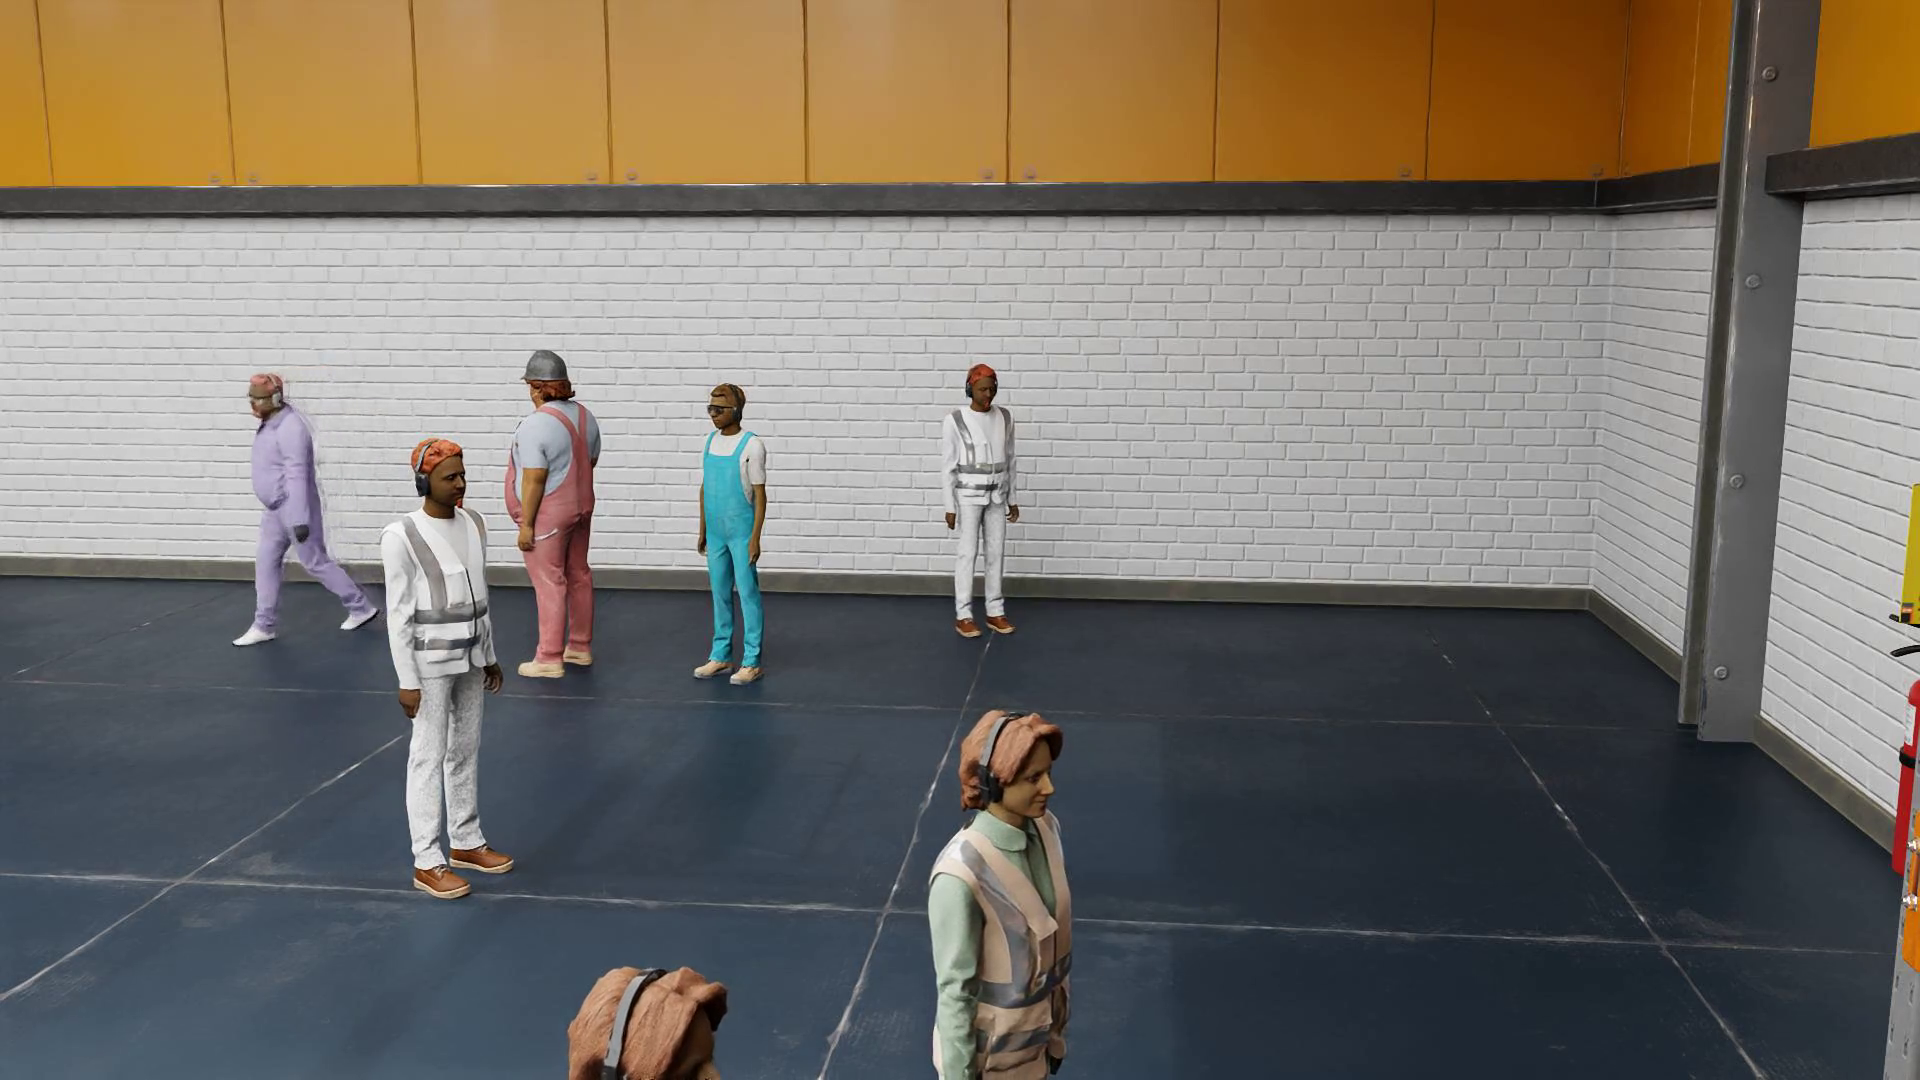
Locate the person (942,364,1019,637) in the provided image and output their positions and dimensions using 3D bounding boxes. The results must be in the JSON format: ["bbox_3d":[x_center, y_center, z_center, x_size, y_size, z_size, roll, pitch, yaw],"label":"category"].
[{"bbox_3d":[0.144,-0.270,11.436,0.583,1.879,0.365,-6,12,-32],"label":"person"}]

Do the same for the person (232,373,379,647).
[{"bbox_3d":[-4.492,-0.229,11.302,0.924,1.852,0.684,-9,14,-43],"label":"person"}]

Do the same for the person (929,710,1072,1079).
[{"bbox_3d":[0.093,1.183,3.789,0.309,1.638,0.522,5,11,26],"label":"person"}]

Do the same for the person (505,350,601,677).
[{"bbox_3d":[-2.578,-0.171,10.392,0.538,2.000,0.682,4,11,21],"label":"person"}]

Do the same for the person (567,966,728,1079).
[{"bbox_3d":[-0.462,1.411,2.477,0.315,1.640,0.515,2,10,10],"label":"person"}]

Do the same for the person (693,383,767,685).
[{"bbox_3d":[-1.407,-0.039,10.193,0.508,1.846,0.345,7,12,33],"label":"person"}]

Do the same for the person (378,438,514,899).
[{"bbox_3d":[-2.122,0.519,6.895,0.352,1.883,0.580,4,11,22],"label":"person"}]
